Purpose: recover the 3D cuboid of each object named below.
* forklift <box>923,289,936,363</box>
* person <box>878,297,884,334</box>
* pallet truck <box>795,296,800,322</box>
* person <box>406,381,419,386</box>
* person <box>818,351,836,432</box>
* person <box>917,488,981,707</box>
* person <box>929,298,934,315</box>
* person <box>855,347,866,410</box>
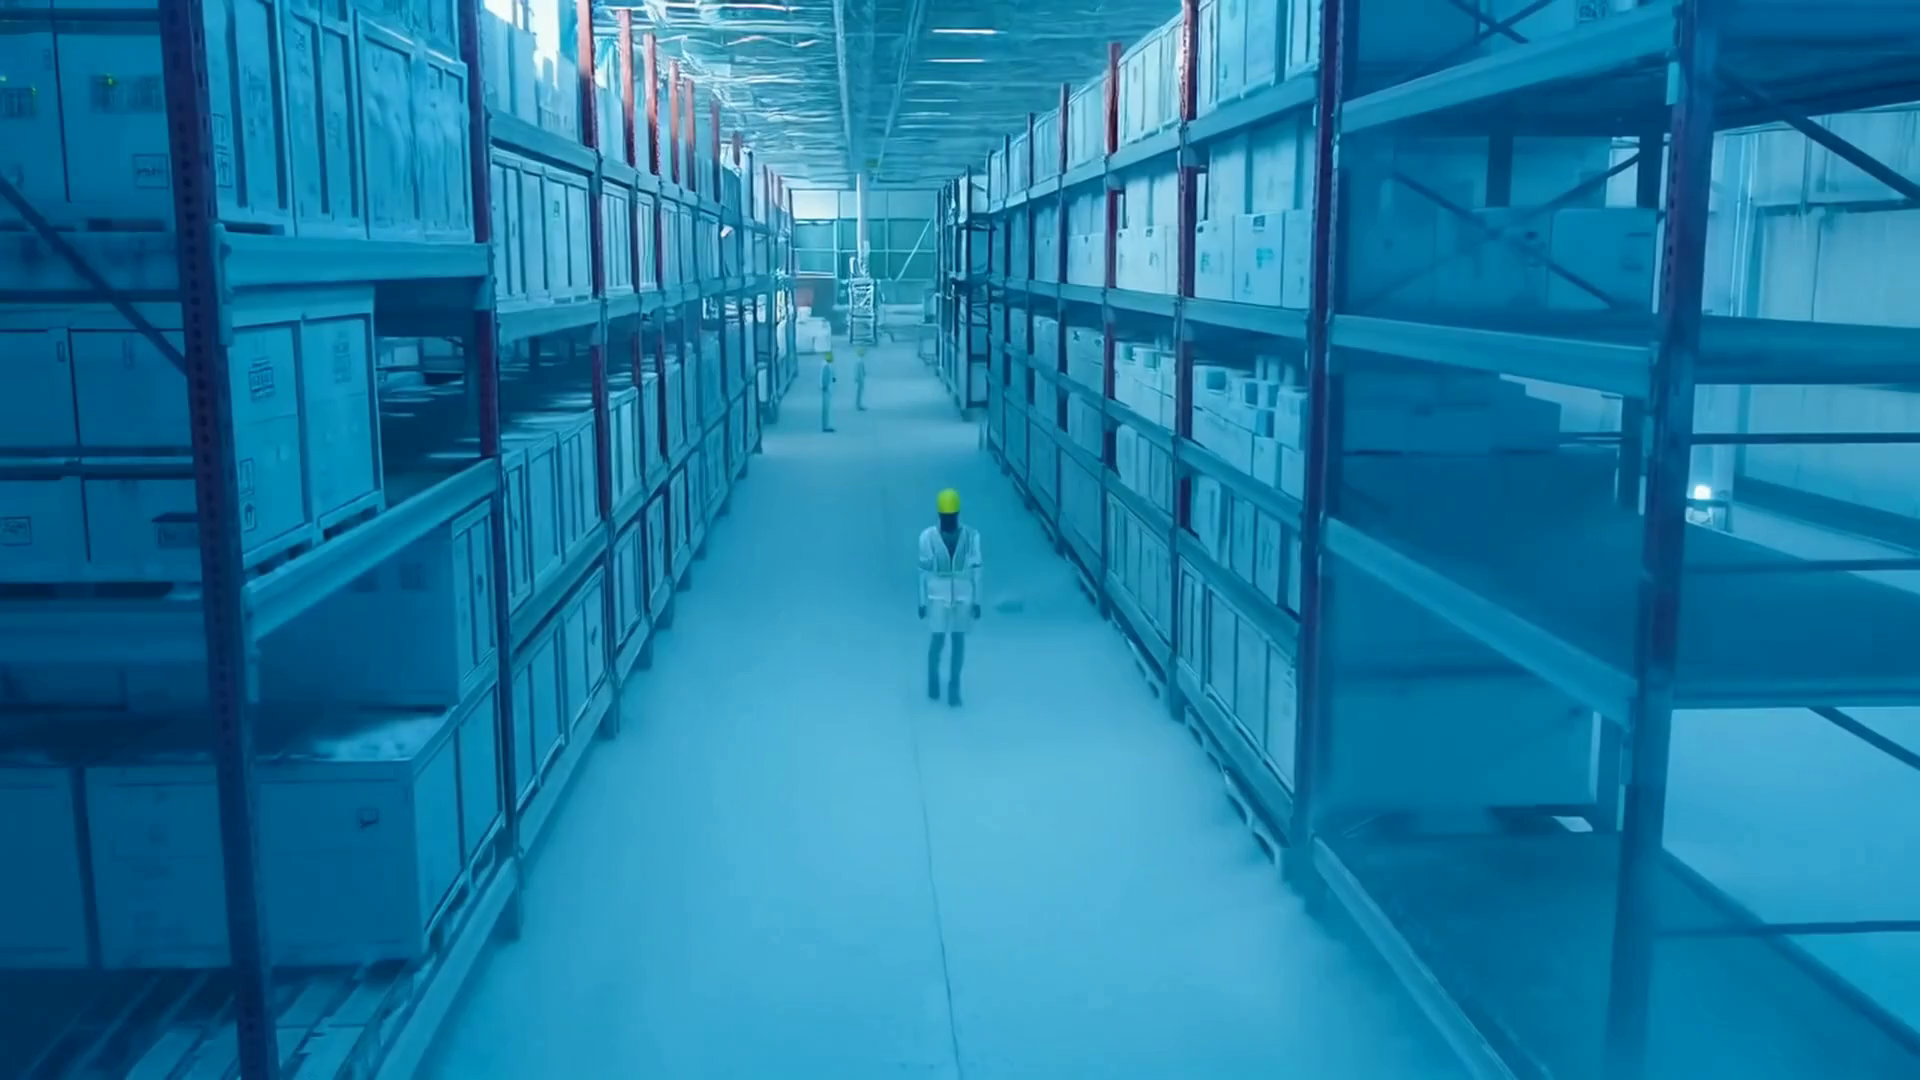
[{"bbox_3d":[-0.837,-8.195,63.421,1.129,2.768,1.873,-1,10,-3],"label":"forklift"},{"bbox_3d":[-4.234,-12.041,89.215,0.377,1.936,0.628,0,10,-1],"label":"person"},{"bbox_3d":[-8.622,-12.439,91.403,1.885,1.965,0.823,2,10,13],"label":"pallet truck"},{"bbox_3d":[-8.395,-1.444,25.707,0.618,2.005,0.825,0,10,-2],"label":"person"},{"bbox_3d":[-3.012,-3.359,37.622,0.395,1.844,0.564,0,10,-1],"label":"person"},{"bbox_3d":[-0.085,0.495,14.395,0.543,1.922,0.402,-2,10,-9],"label":"person"},{"bbox_3d":[-1.546,-11.914,88.444,0.372,1.939,0.544,0,10,-1],"label":"person"},{"bbox_3d":[-2.575,-4.191,43.214,0.285,1.634,0.499,0,10,-1],"label":"person"}]
